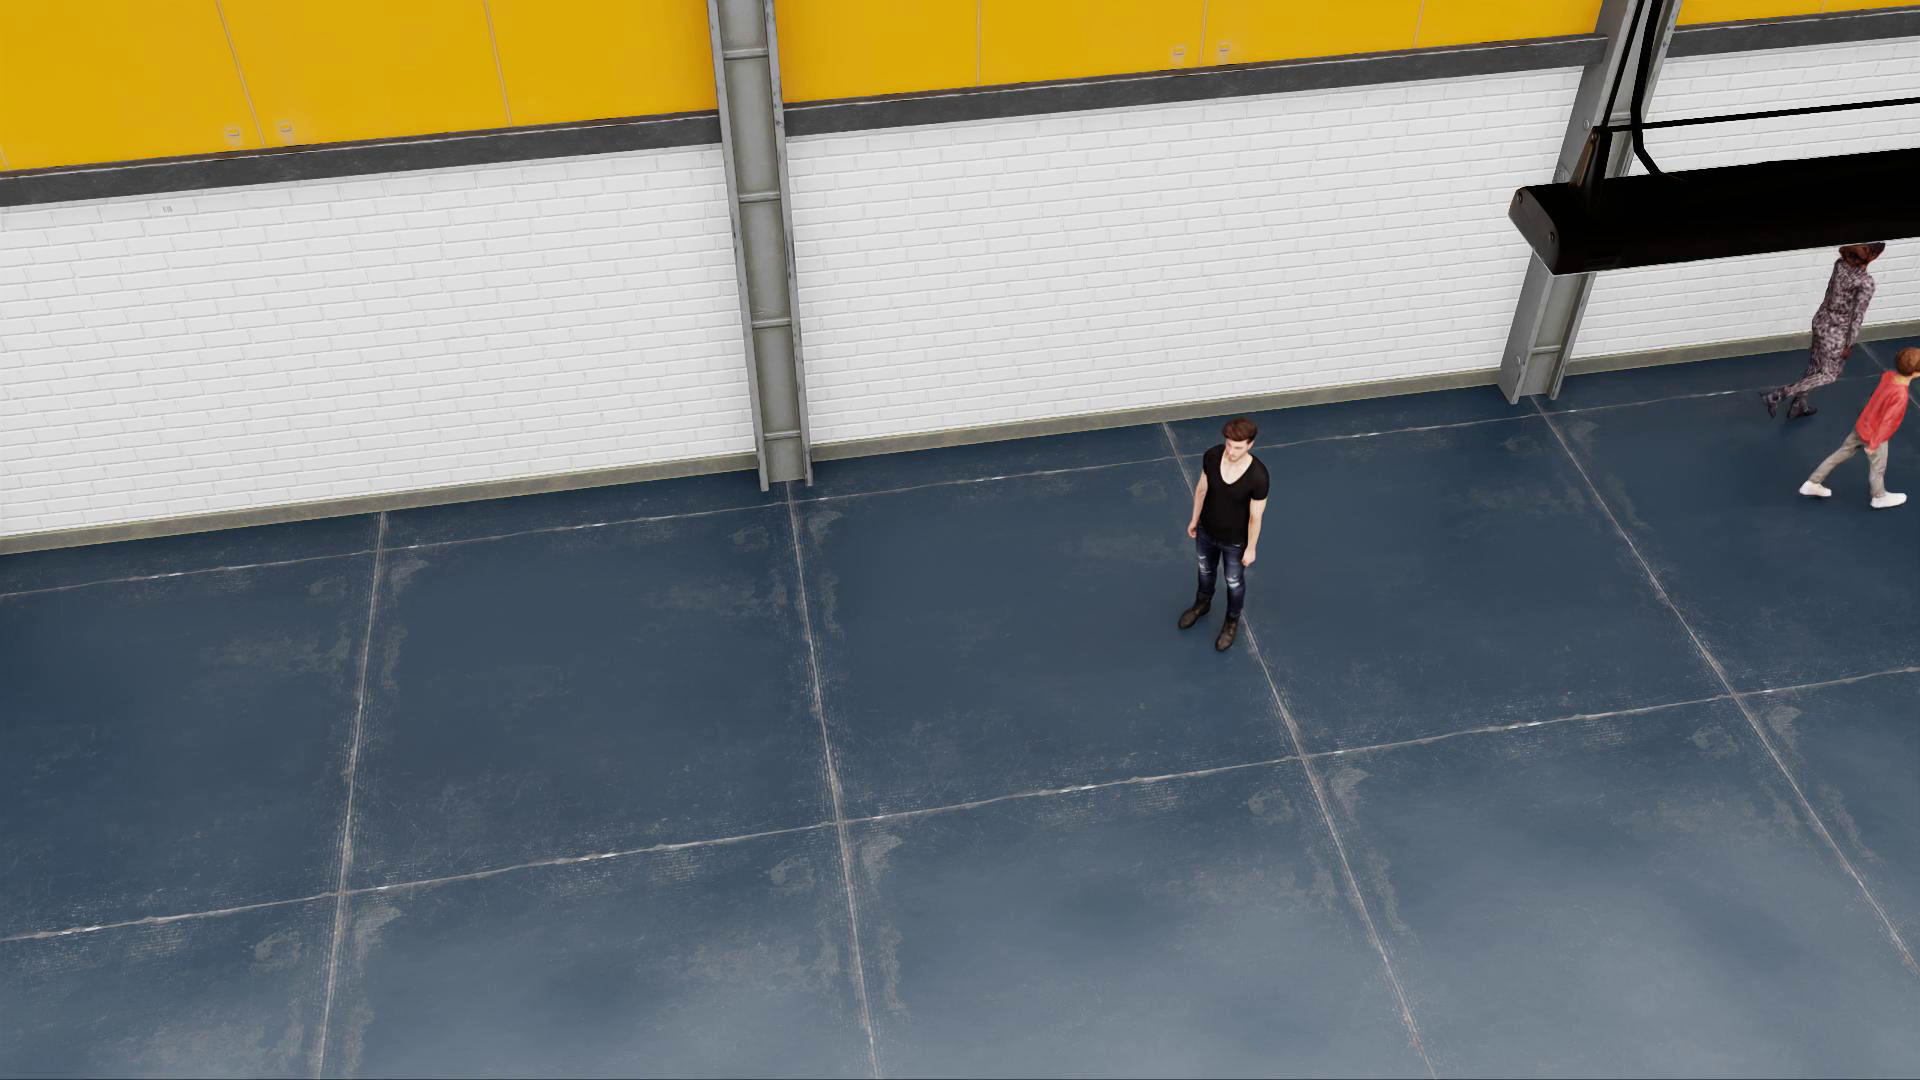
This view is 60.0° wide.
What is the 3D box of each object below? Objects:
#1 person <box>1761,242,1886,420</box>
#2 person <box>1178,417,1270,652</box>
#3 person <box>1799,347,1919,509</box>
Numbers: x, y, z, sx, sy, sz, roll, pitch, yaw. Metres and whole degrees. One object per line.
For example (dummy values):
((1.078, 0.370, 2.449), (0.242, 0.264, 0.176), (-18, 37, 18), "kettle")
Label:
((6.512, -1.557, 12.561), (0.813, 1.701, 0.585), (-6, 44, -6), "person")
((1.744, -0.079, 10.870), (0.738, 1.893, 0.776), (30, 51, 28), "person")
((6.508, -0.793, 11.992), (0.984, 1.379, 0.676), (3, 44, 3), "person")
